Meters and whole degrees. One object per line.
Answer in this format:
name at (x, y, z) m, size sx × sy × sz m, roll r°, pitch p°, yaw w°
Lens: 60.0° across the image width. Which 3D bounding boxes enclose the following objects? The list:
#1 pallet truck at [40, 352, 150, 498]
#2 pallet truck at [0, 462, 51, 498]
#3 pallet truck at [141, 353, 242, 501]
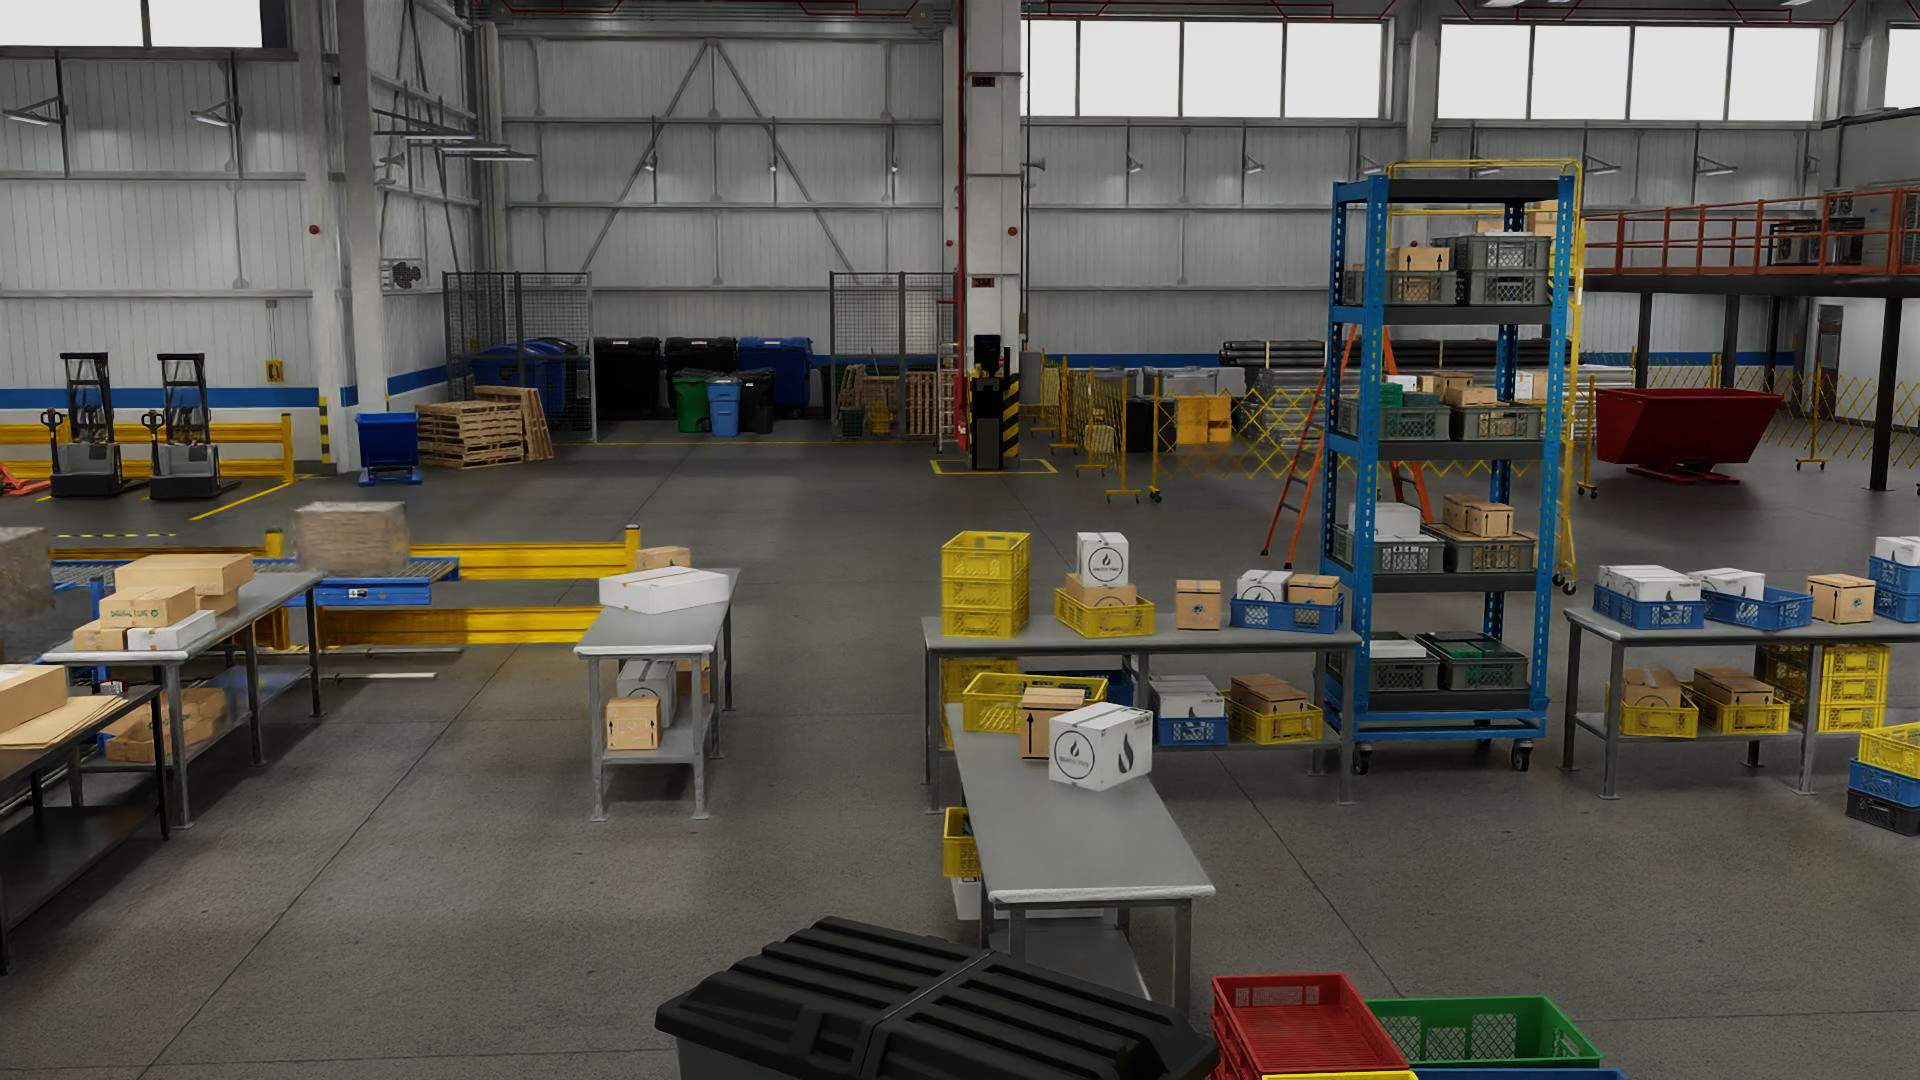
pallet truck at (-11.907, -1.642, 23.165) m, size 0.823 × 1.965 × 1.885 m, roll 0°, pitch 9°, yaw 0°
pallet truck at (-13.193, -1.293, 23.148) m, size 0.653 × 1.274 × 1.630 m, roll -1°, pitch 9°, yaw -4°
pallet truck at (-10.520, -1.604, 22.925) m, size 0.823 × 1.965 × 1.885 m, roll -1°, pitch 9°, yaw -6°
